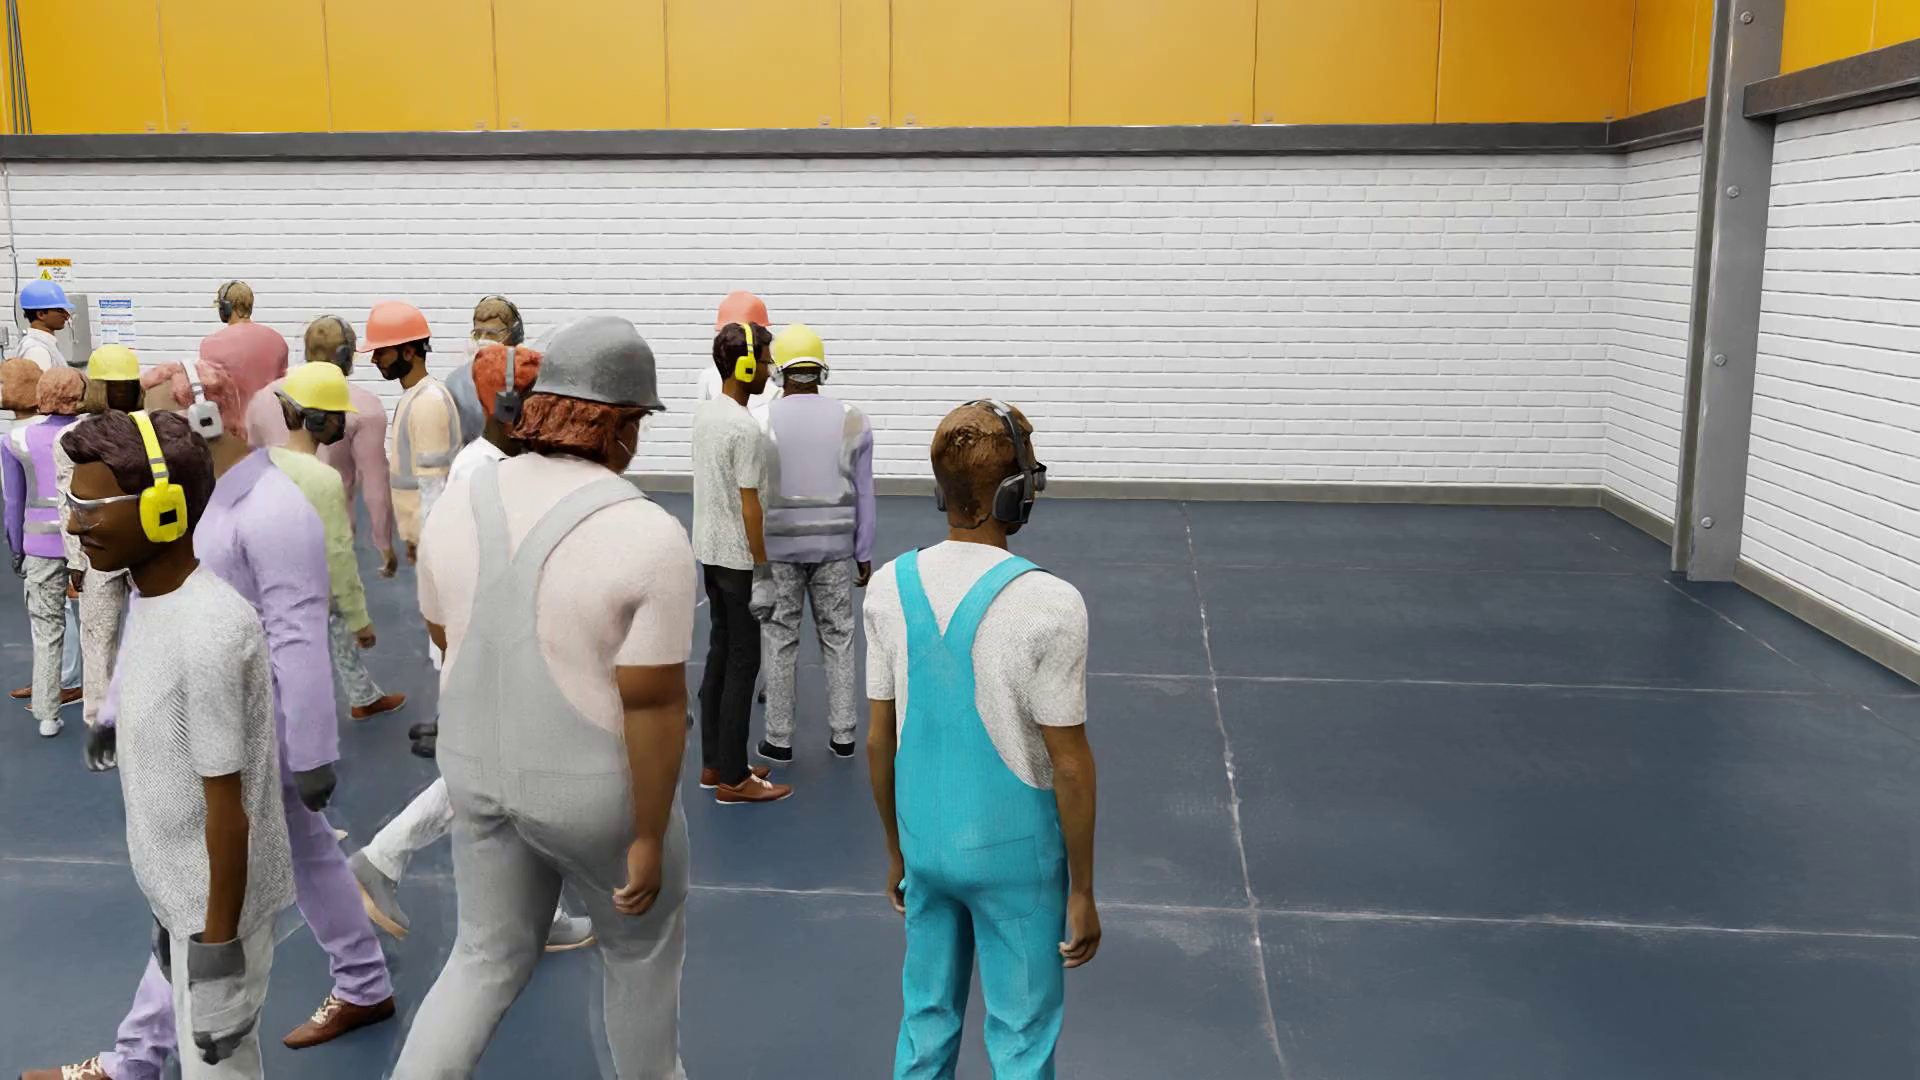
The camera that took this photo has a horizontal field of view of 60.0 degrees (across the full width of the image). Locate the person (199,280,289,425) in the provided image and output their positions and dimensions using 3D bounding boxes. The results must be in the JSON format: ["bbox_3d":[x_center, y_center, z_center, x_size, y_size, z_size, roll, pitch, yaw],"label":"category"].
[{"bbox_3d":[-4.485,-0.655,10.456,0.372,1.940,0.631,4,11,23],"label":"person"}]

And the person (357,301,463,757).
[{"bbox_3d":[-2.271,-0.039,7.004,0.420,1.920,0.540,-4,11,-20],"label":"person"}]

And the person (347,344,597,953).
[{"bbox_3d":[-1.491,0.350,4.939,0.720,1.861,0.592,-3,10,-17],"label":"person"}]

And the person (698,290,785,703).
[{"bbox_3d":[-0.998,-0.195,7.821,0.542,1.939,0.368,3,10,17],"label":"person"}]

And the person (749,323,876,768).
[{"bbox_3d":[-0.644,0.026,6.883,0.595,1.826,0.403,-3,10,-15],"label":"person"}]

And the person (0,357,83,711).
[{"bbox_3d":[-4.312,-0.031,7.746,0.280,1.636,0.502,-8,13,-39],"label":"person"}]

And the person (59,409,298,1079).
[{"bbox_3d":[-1.369,0.689,2.995,0.321,1.861,0.515,-6,12,-31],"label":"person"}]

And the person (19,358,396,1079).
[{"bbox_3d":[-1.915,0.482,4.193,0.995,1.850,0.645,-9,13,-40],"label":"person"}]

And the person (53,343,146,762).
[{"bbox_3d":[-3.464,0.060,6.919,0.290,1.745,0.485,10,14,44],"label":"person"}]

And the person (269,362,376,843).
[{"bbox_3d":[-2.291,0.250,5.848,0.430,1.740,0.528,-9,13,-41],"label":"person"}]

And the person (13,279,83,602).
[{"bbox_3d":[-5.511,-0.597,10.096,0.387,1.949,0.602,-6,11,-30],"label":"person"}]

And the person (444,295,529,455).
[{"bbox_3d":[-2.042,-0.145,7.583,0.636,1.928,0.383,1,10,8],"label":"person"}]

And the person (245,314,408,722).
[{"bbox_3d":[-2.788,-0.019,7.087,0.640,1.865,1.077,3,10,19],"label":"person"}]

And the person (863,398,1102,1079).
[{"bbox_3d":[0.050,0.643,3.292,0.507,1.846,0.346,6,12,32],"label":"person"}]

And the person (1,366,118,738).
[{"bbox_3d":[-3.871,0.056,7.269,0.524,1.631,0.319,-3,10,-19],"label":"person"}]

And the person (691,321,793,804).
[{"bbox_3d":[-0.856,0.094,6.411,0.337,1.858,0.523,-6,11,-30],"label":"person"}]
